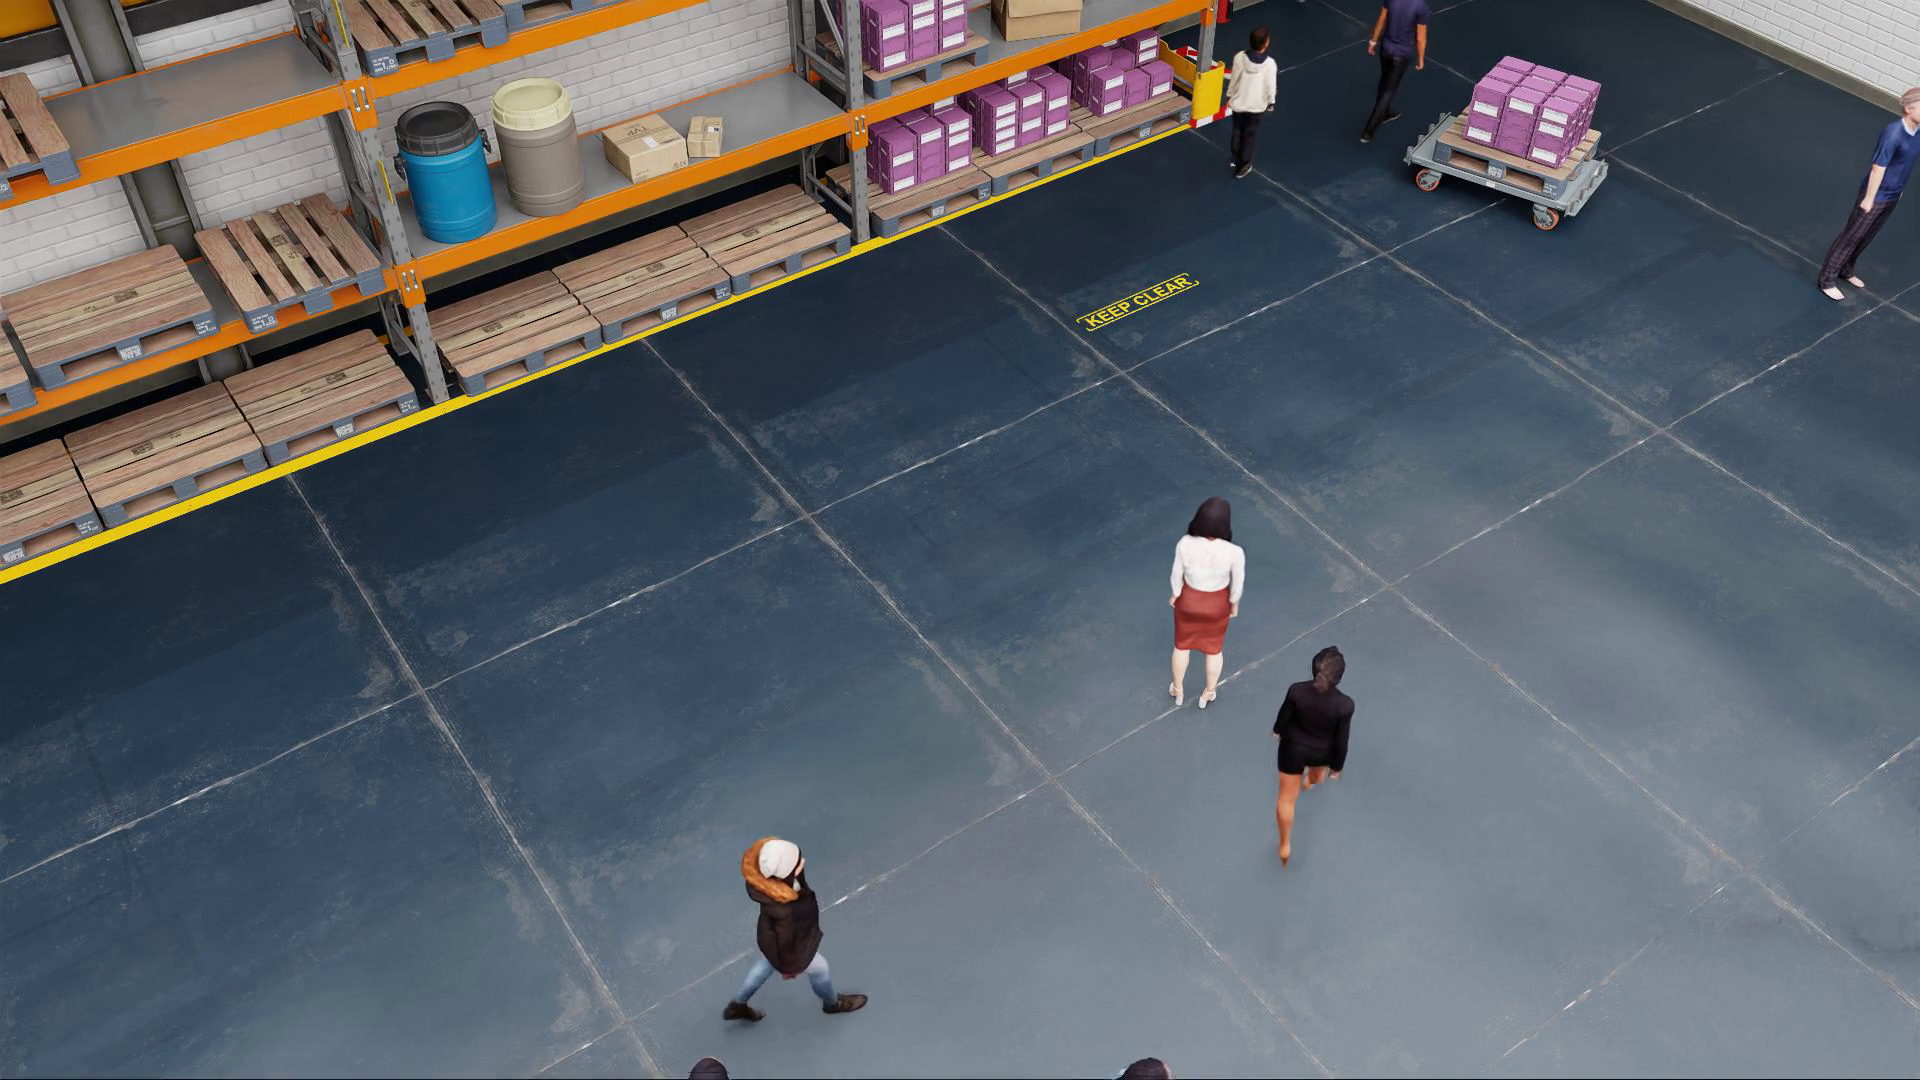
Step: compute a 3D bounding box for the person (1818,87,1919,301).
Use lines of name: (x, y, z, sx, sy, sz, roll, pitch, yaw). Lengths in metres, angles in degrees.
person: (7.642, -2.897, 13.825, 0.473, 1.871, 0.715, -24, 49, -23)

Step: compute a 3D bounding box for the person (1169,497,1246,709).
person: (1.524, 0.414, 10.437, 0.665, 1.750, 0.715, 9, 44, 9)

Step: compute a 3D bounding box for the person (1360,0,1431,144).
person: (4.061, -4.544, 15.649, 0.793, 1.740, 1.033, 34, 53, 30)

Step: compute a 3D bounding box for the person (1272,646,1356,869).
person: (1.997, 1.295, 9.618, 0.971, 1.604, 1.077, 10, 45, 10)

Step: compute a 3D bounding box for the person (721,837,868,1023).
person: (-0.989, 2.092, 8.783, 1.108, 1.603, 0.820, -12, 45, -13)

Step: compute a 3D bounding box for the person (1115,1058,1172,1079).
person: (0.753, 2.960, 7.800, 0.720, 1.702, 0.670, -20, 47, -19)

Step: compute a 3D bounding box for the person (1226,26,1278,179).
person: (2.626, -3.989, 15.283, 0.688, 1.442, 0.699, 22, 48, 21)
